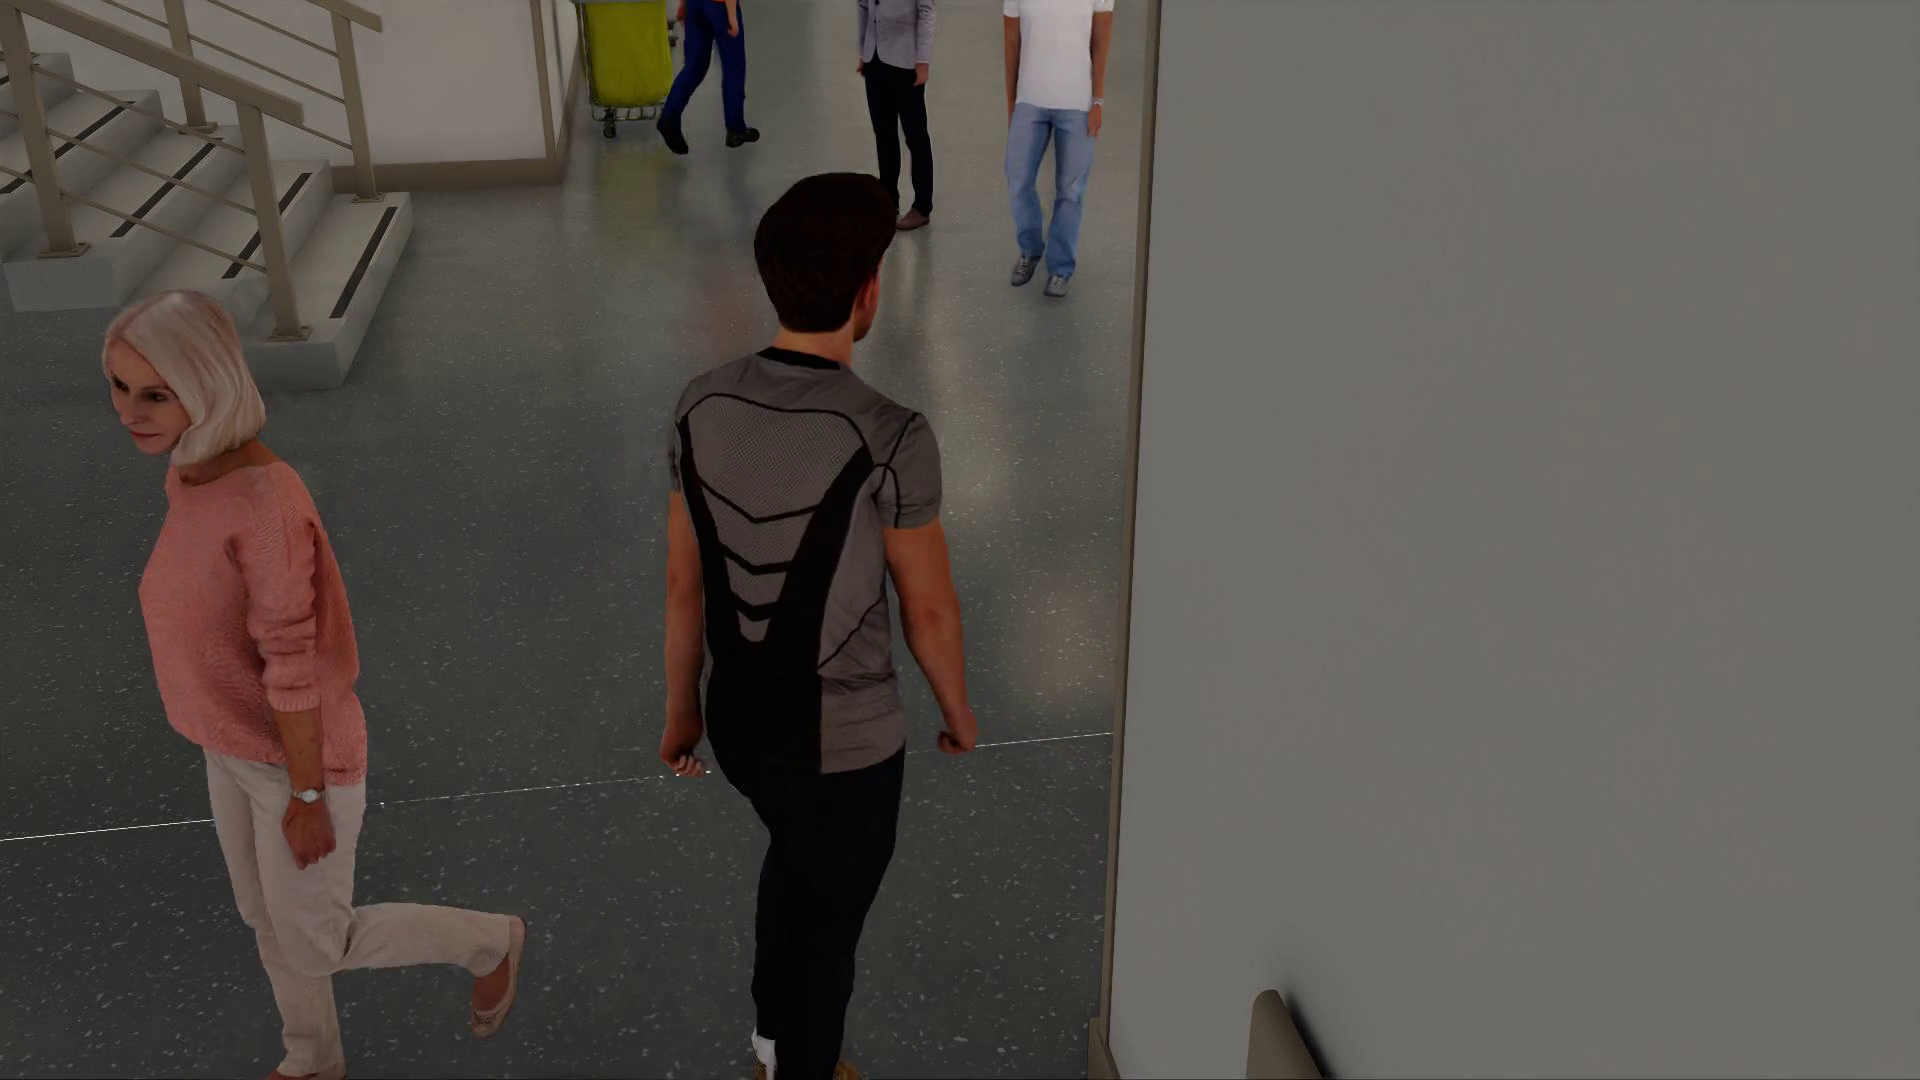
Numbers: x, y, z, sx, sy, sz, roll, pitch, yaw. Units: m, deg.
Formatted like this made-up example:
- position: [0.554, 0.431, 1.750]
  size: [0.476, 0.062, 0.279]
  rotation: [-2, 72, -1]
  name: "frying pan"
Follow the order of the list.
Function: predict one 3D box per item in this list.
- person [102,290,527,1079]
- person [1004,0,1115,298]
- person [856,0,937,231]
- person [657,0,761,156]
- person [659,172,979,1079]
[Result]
- position: [-1.138, 0.353, 2.987]
  size: [0.964, 1.712, 0.869]
  rotation: [-21, 33, -36]
  name: "person"
- position: [0.473, -2.090, 7.890]
  size: [0.708, 1.854, 0.828]
  rotation: [5, 26, 10]
  name: "person"
- position: [-0.341, -2.645, 9.047]
  size: [0.773, 1.850, 0.763]
  rotation: [-23, 34, -39]
  name: "person"
- position: [-1.644, -3.372, 10.542]
  size: [1.159, 1.861, 1.188]
  rotation: [15, 29, 28]
  name: "person"
- position: [-0.293, 0.358, 2.795]
  size: [0.783, 1.870, 0.858]
  rotation: [9, 27, 19]
  name: "person"
